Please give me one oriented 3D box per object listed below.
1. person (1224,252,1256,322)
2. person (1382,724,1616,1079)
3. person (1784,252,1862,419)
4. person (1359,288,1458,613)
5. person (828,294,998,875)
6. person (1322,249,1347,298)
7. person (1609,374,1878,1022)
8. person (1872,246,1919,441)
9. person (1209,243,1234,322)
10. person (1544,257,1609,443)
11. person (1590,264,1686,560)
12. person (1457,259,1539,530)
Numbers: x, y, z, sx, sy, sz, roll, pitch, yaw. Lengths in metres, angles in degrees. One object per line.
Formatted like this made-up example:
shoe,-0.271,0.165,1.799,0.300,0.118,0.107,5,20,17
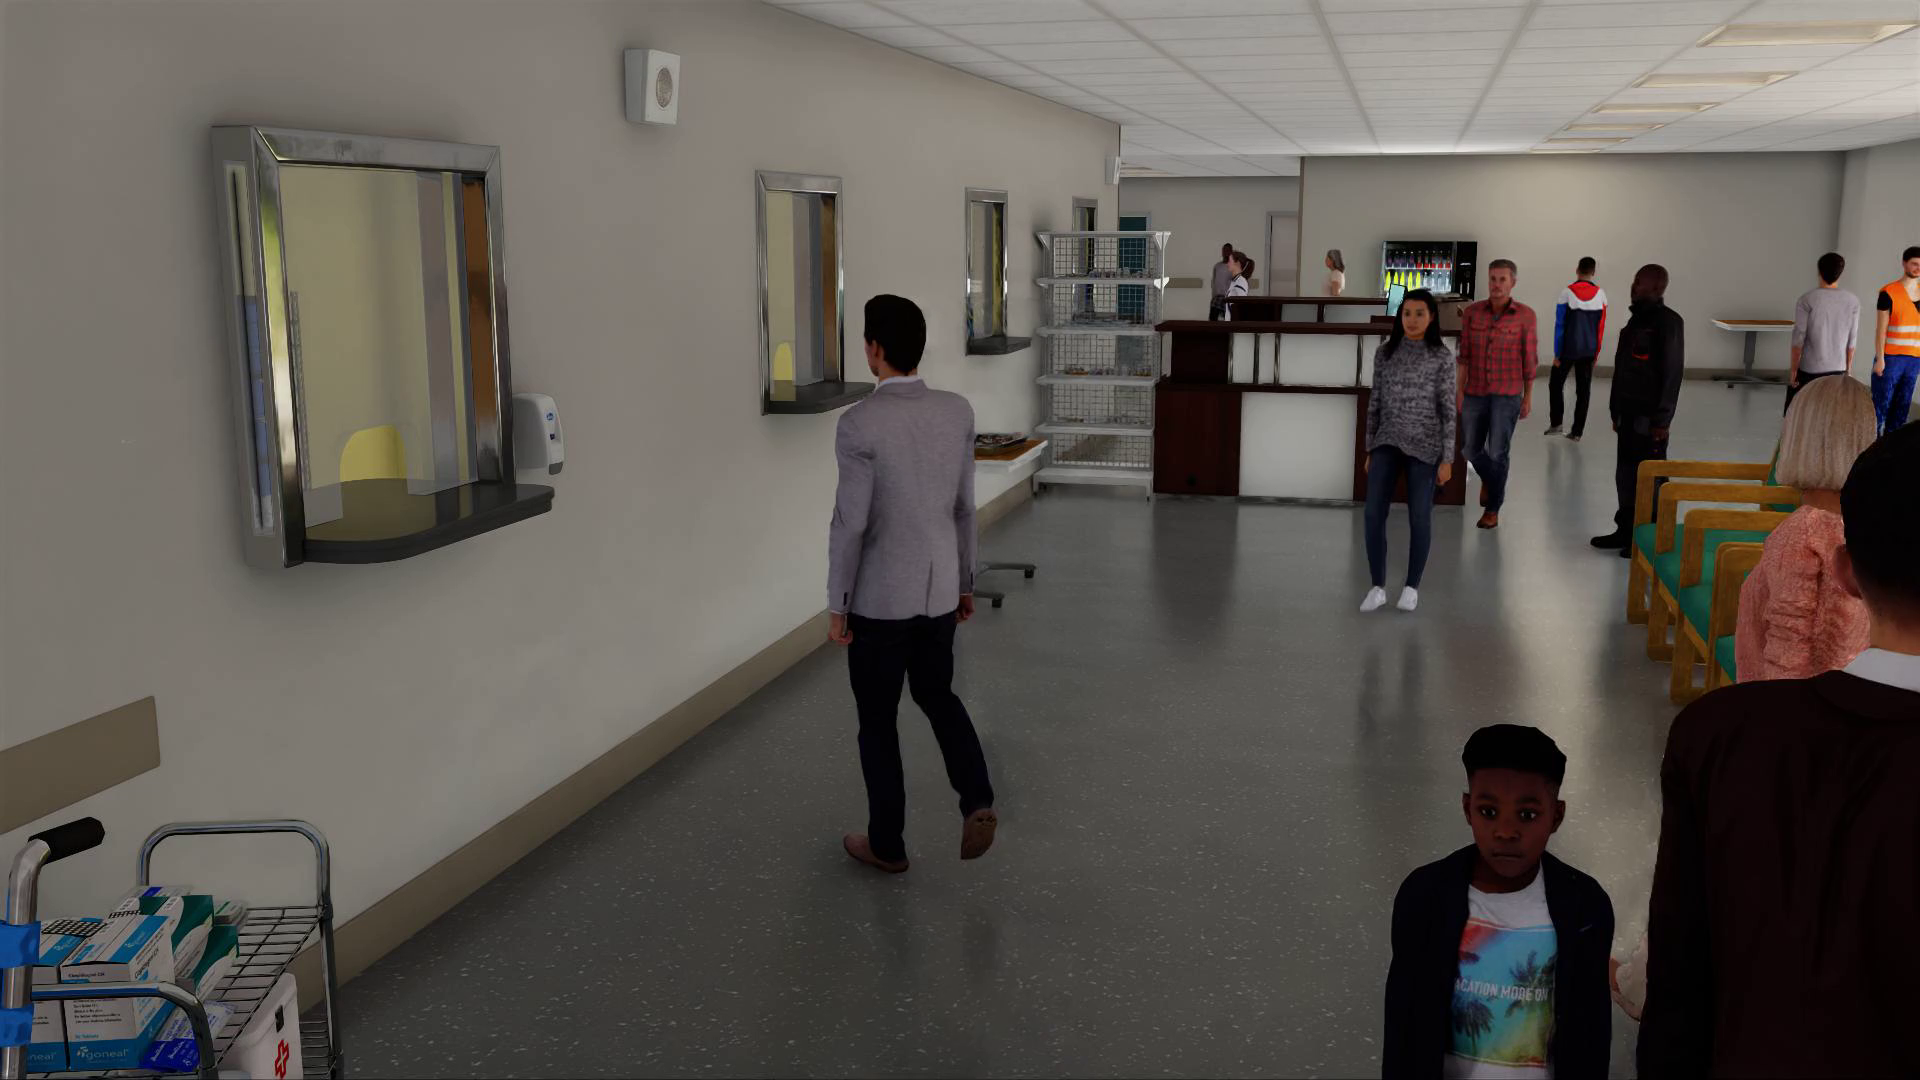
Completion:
person,3.155,-2.401,18.971,0.595,1.751,0.617,1,11,4
person,0.896,0.913,2.795,0.467,1.270,0.584,2,11,12
person,6.792,-1.323,13.069,0.683,1.832,0.774,1,11,6
person,2.421,-0.471,8.888,0.765,1.716,0.820,6,12,29
person,-0.125,0.177,5.146,0.952,1.838,1.027,-8,13,-36
person,5.045,-2.947,22.005,1.180,1.691,0.657,4,11,19
person,2.077,0.501,3.894,1.091,1.668,1.150,-7,13,-33
person,8.028,-1.570,14.242,0.726,1.879,0.840,-2,11,-12
person,4.165,-3.711,25.854,0.793,1.757,0.846,9,14,39
person,5.899,-1.793,15.787,0.667,1.742,0.775,1,11,3
person,4.316,-0.822,10.450,0.763,1.823,0.790,-2,11,-10
person,3.694,-1.007,11.451,0.990,1.815,0.936,7,13,32
